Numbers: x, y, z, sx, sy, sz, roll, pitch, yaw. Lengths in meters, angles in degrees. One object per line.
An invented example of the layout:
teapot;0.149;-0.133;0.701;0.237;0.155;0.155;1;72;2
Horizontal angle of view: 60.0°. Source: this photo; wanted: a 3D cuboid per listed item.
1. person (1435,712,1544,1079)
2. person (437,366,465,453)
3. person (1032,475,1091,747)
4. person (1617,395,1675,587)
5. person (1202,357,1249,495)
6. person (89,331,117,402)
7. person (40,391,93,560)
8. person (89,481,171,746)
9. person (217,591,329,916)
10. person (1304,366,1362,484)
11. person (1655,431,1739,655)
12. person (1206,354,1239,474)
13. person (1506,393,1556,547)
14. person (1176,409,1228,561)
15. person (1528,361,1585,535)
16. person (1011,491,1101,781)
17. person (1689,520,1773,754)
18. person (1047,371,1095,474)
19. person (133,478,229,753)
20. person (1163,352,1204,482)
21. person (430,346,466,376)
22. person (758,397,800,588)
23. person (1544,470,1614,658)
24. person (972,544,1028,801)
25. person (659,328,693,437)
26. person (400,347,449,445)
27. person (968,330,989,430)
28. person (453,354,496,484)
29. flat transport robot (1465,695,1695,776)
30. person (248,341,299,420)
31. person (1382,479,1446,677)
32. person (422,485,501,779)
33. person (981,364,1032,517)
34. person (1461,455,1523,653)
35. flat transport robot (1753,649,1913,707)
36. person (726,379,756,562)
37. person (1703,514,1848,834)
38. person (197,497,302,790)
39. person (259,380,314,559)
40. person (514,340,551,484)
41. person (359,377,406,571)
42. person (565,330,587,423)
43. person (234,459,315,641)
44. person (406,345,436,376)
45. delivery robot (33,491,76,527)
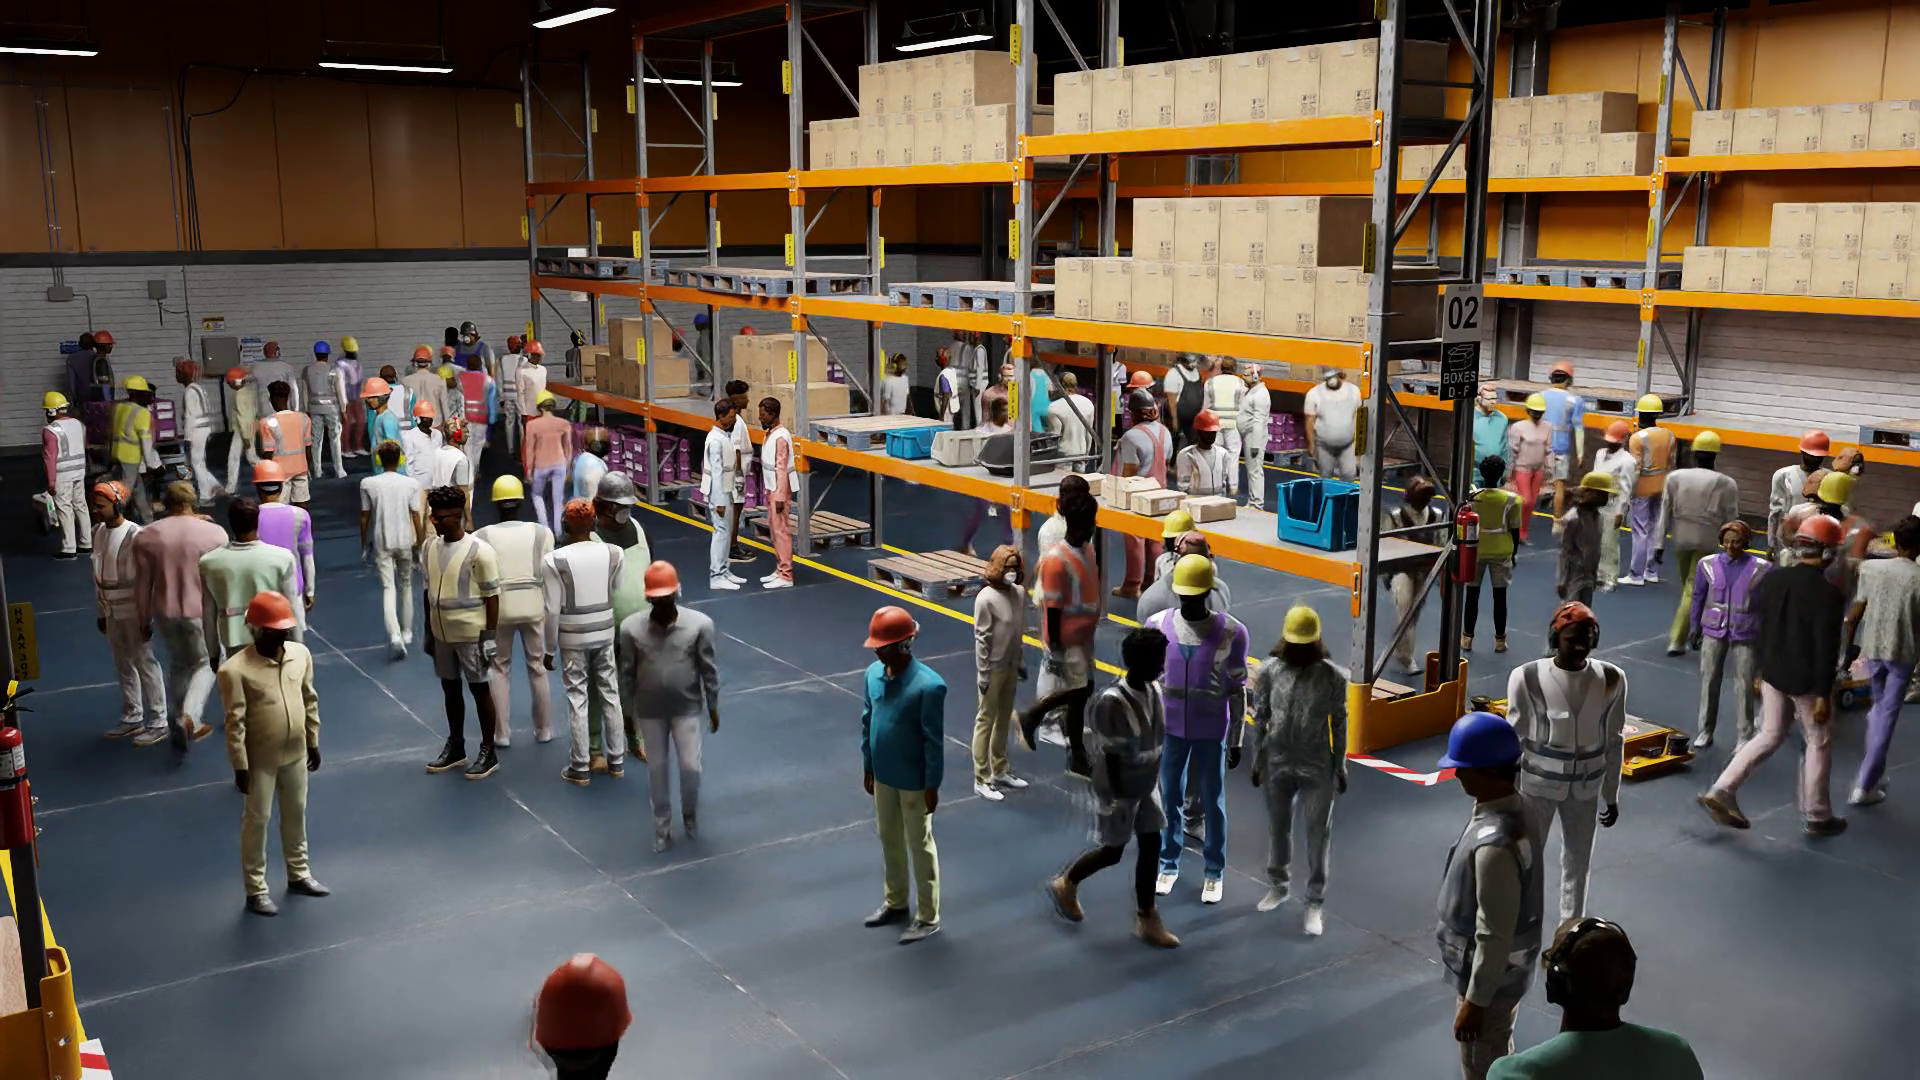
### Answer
person;1.917;1.567;6.094;0.398;1.939;0.602;4;12;20
person;-6.764;-1.432;21.983;0.493;1.735;0.323;5;12;22
person;0.726;0.479;11.736;0.399;1.912;0.590;5;12;26
person;6.860;-0.493;16.665;0.585;1.928;0.368;-6;13;-30
person;3.547;-1.517;22.158;0.649;1.834;0.432;4;12;18
person;-12.464;-2.034;24.292;0.415;2.035;0.609;-8;14;-37
person;-9.668;-0.694;17.967;0.403;1.823;0.595;1;11;7
person;-5.855;0.510;11.678;0.574;1.876;0.354;6;13;28
person;-3.641;1.122;8.876;0.366;1.743;0.570;6;13;30
person;4.512;-1.208;20.037;0.712;2.000;0.672;0;11;2
person;6.330;0.009;14.215;0.610;1.873;1.000;11;15;43
person;3.737;-1.902;24.042;0.456;1.875;0.758;-3;11;-15
person;6.377;-0.771;18.565;0.519;1.746;0.406;-4;12;-18
person;2.255;-0.244;15.364;0.546;1.938;0.361;-6;13;-28
person;6.856;-1.057;19.329;0.776;2.015;0.599;7;13;33
person;0.676;0.613;10.964;0.709;1.940;0.618;5;12;26
person;5.325;0.663;11.518;0.524;1.631;0.319;7;13;33
person;1.241;-0.959;19.026;0.632;1.940;0.372;-8;14;-35
person;-5.356;0.540;11.453;0.671;1.907;0.687;-1;11;-4
person;3.055;-1.769;22.904;0.692;2.000;1.058;-9;14;-39
person;-7.833;-2.115;25.504;0.568;1.710;0.692;-5;12;-23
person;-1.822;-0.481;16.662;0.405;1.909;0.597;-3;12;-16
person;4.881;0.308;13.073;0.512;1.728;0.358;-9;14;-39
person;0.268;0.831;10.648;0.286;1.631;0.501;8;13;34
person;-4.518;-2.408;26.471;0.535;1.920;0.562;10;15;43
person;-7.017;-1.532;21.842;0.627;1.985;0.409;-3;11;-14
person;0.284;-2.544;27.298;0.363;1.879;0.584;-1;11;-4
person;-6.769;-1.669;23.064;0.688;1.796;0.942;-3;11;-14
flat transport robot;4.315;1.317;11.652;0.652;0.197;1.431;-7;13;-31
person;-9.829;-1.897;23.906;0.652;1.906;0.403;-1;11;-8
person;3.704;0.305;13.460;0.503;1.588;0.857;-2;11;-9
person;-3.302;0.600;10.972;0.611;1.964;0.364;6;12;26
person;0.575;-1.220;20.479;0.639;1.899;0.397;-2;11;-10
person;4.481;0.120;14.120;0.534;1.697;0.318;3;11;14
flat transport robot;6.856;1.071;12.915;1.431;0.197;0.652;-5;12;-22
person;-2.400;-0.748;17.871;0.361;1.963;0.612;-3;11;-14
person;4.917;0.816;9.922;0.852;1.957;0.636;-3;11;-14
person;-4.558;0.677;10.729;0.595;1.911;0.385;-2;11;-11
person;-7.195;-0.729;17.772;0.367;1.967;0.606;7;13;31
person;-5.897;-1.776;23.056;0.376;1.997;0.612;5;12;22
person;-6.020;-0.686;17.400;0.417;2.035;0.624;-5;12;-24
person;-6.136;-2.448;26.813;0.519;1.874;0.327;9;14;40
person;-5.059;0.364;12.296;0.553;1.923;0.392;-8;13;-34
person;-8.411;-2.210;26.035;0.509;1.699;0.739;-3;12;-16
delivery robot;-10.619;-0.412;19.535;0.477;0.478;0.707;-10;15;-42
